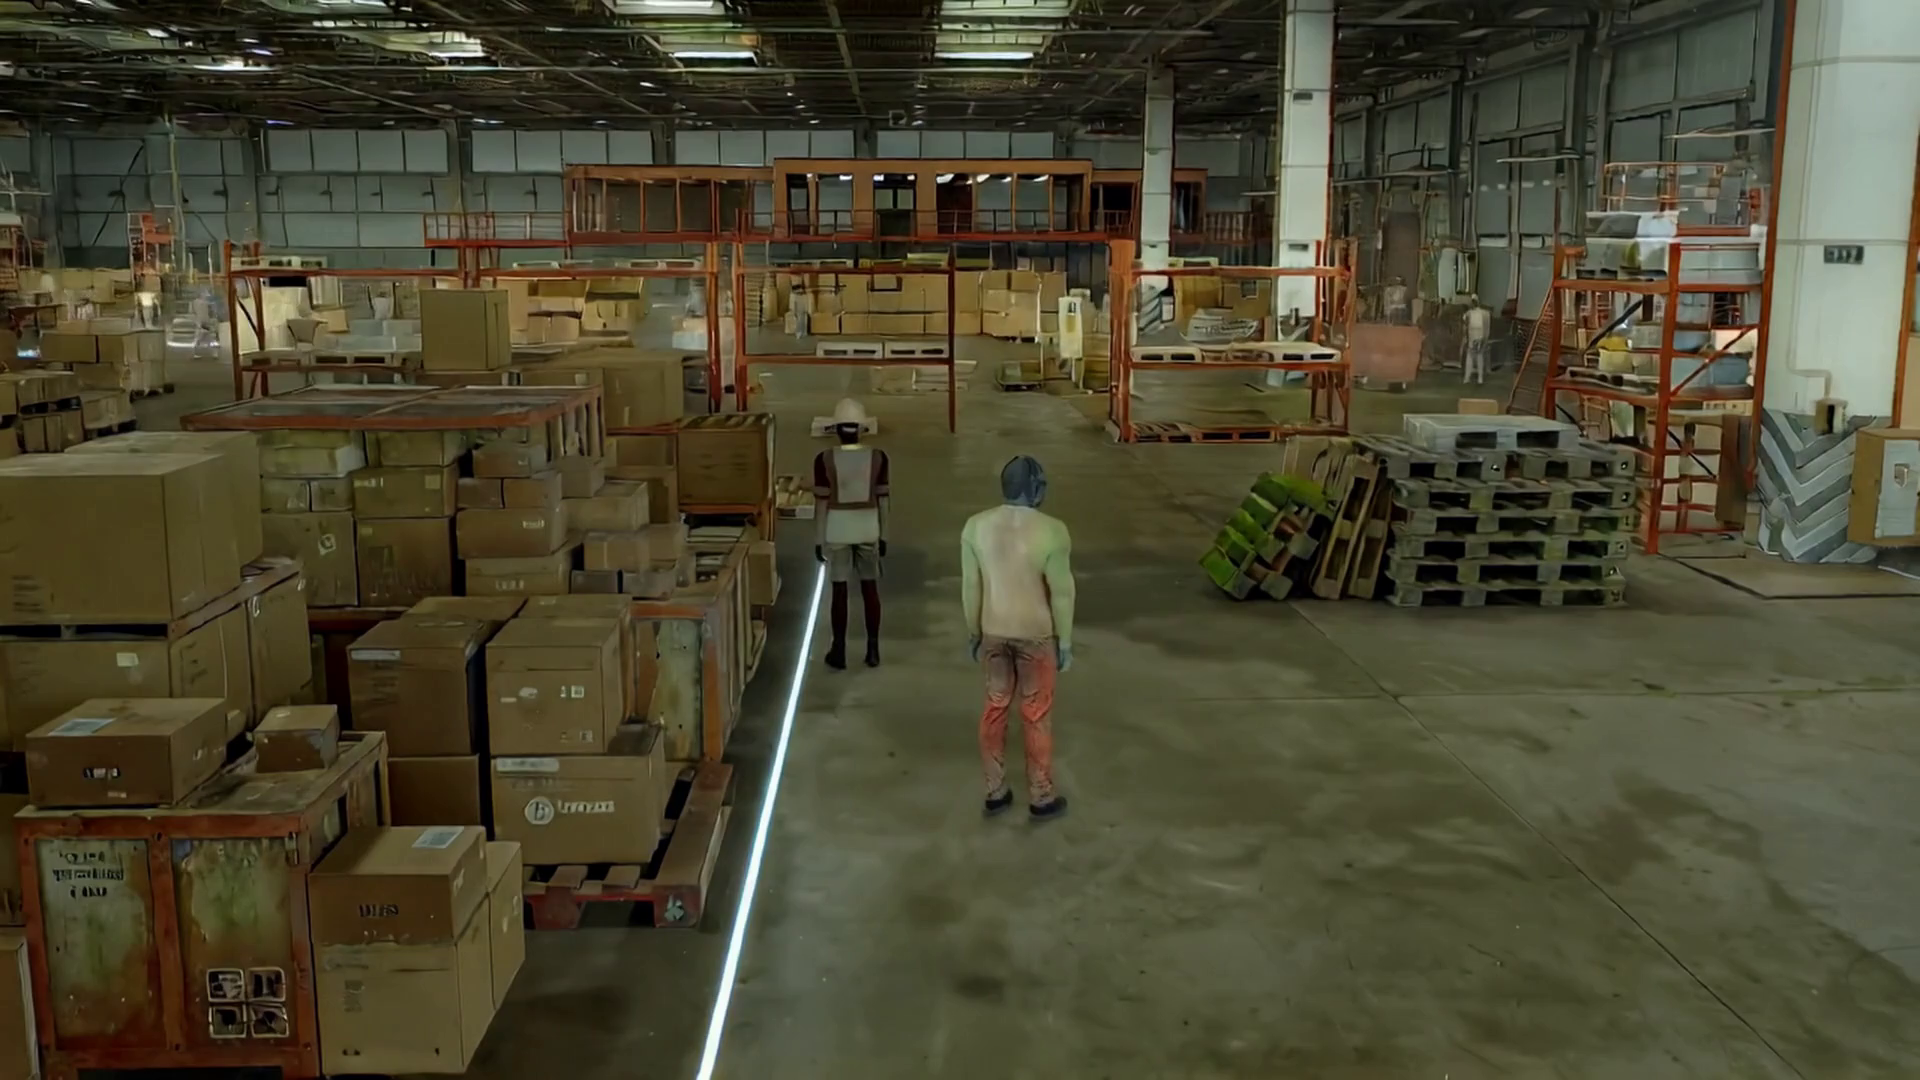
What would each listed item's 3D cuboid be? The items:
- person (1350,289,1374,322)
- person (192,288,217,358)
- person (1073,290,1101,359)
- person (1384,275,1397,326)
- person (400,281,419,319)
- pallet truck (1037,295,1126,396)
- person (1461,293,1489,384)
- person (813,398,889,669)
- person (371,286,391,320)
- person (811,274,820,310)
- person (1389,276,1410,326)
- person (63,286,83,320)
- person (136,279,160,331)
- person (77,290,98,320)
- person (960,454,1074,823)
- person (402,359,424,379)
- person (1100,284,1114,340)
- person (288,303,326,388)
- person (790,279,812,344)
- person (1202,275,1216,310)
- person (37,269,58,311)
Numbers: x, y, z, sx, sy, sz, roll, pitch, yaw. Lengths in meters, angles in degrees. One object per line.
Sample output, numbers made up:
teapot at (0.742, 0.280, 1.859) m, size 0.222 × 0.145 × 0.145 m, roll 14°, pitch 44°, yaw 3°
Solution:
person at (10.434, -5.624, 43.300) m, size 0.632 × 1.813 × 0.799 m, roll 2°, pitch 10°, yaw 12°
person at (-19.846, -5.682, 43.573) m, size 0.524 × 1.831 × 0.975 m, roll 3°, pitch 10°, yaw 14°
person at (3.312, -5.600, 43.205) m, size 0.963 × 1.788 × 0.646 m, roll -6°, pitch 12°, yaw -29°
person at (14.157, -7.688, 54.457) m, size 0.590 × 1.930 × 0.358 m, roll -4°, pitch 11°, yaw -22°
person at (-15.373, -6.270, 46.569) m, size 0.378 × 1.927 × 0.542 m, roll 9°, pitch 13°, yaw 41°
pallet truck at (2.483, -3.881, 33.060) m, size 1.885 × 1.965 × 0.823 m, roll -7°, pitch 13°, yaw -36°
person at (11.027, -4.319, 35.663) m, size 0.544 × 1.939 × 0.372 m, roll 1°, pitch 10°, yaw 7°
person at (-0.777, -0.044, 11.851) m, size 0.545 × 1.938 × 0.358 m, roll -3°, pitch 11°, yaw -16°
person at (-15.928, -6.083, 45.853) m, size 0.531 × 1.823 × 0.949 m, roll -7°, pitch 12°, yaw -33°
person at (-5.276, -8.796, 60.757) m, size 0.356 × 1.884 × 0.574 m, roll 1°, pitch 10°, yaw 7°
person at (14.071, -7.437, 53.076) m, size 0.656 × 1.914 × 0.836 m, roll 7°, pitch 12°, yaw 35°
person at (-21.689, -5.250, 40.836) m, size 0.640 × 1.932 × 1.049 m, roll 5°, pitch 11°, yaw 25°
person at (-23.321, -6.509, 47.789) m, size 0.602 × 1.966 × 0.368 m, roll -7°, pitch 13°, yaw -36°
person at (-20.547, -4.946, 39.284) m, size 0.552 × 1.911 × 0.942 m, roll 5°, pitch 12°, yaw 28°
person at (0.306, 0.518, 8.731) m, size 0.627 × 1.936 × 0.374 m, roll 5°, pitch 11°, yaw 27°
person at (-5.493, -0.909, 16.883) m, size 0.586 × 1.872 × 1.025 m, roll -3°, pitch 11°, yaw -19°
person at (4.533, -7.020, 51.256) m, size 0.484 × 1.744 × 0.294 m, roll -8°, pitch 13°, yaw -36°
person at (-12.174, -3.483, 31.112) m, size 0.613 × 1.892 × 0.725 m, roll -1°, pitch 10°, yaw -4°
person at (-4.721, -6.785, 49.460) m, size 0.656 × 1.909 × 0.798 m, roll -1°, pitch 10°, yaw -4°
person at (10.684, -10.774, 71.504) m, size 0.612 × 1.986 × 0.407 m, roll 3°, pitch 11°, yaw 18°
person at (-40.175, -11.004, 73.167) m, size 0.632 × 1.845 × 1.042 m, roll 6°, pitch 12°, yaw 29°
